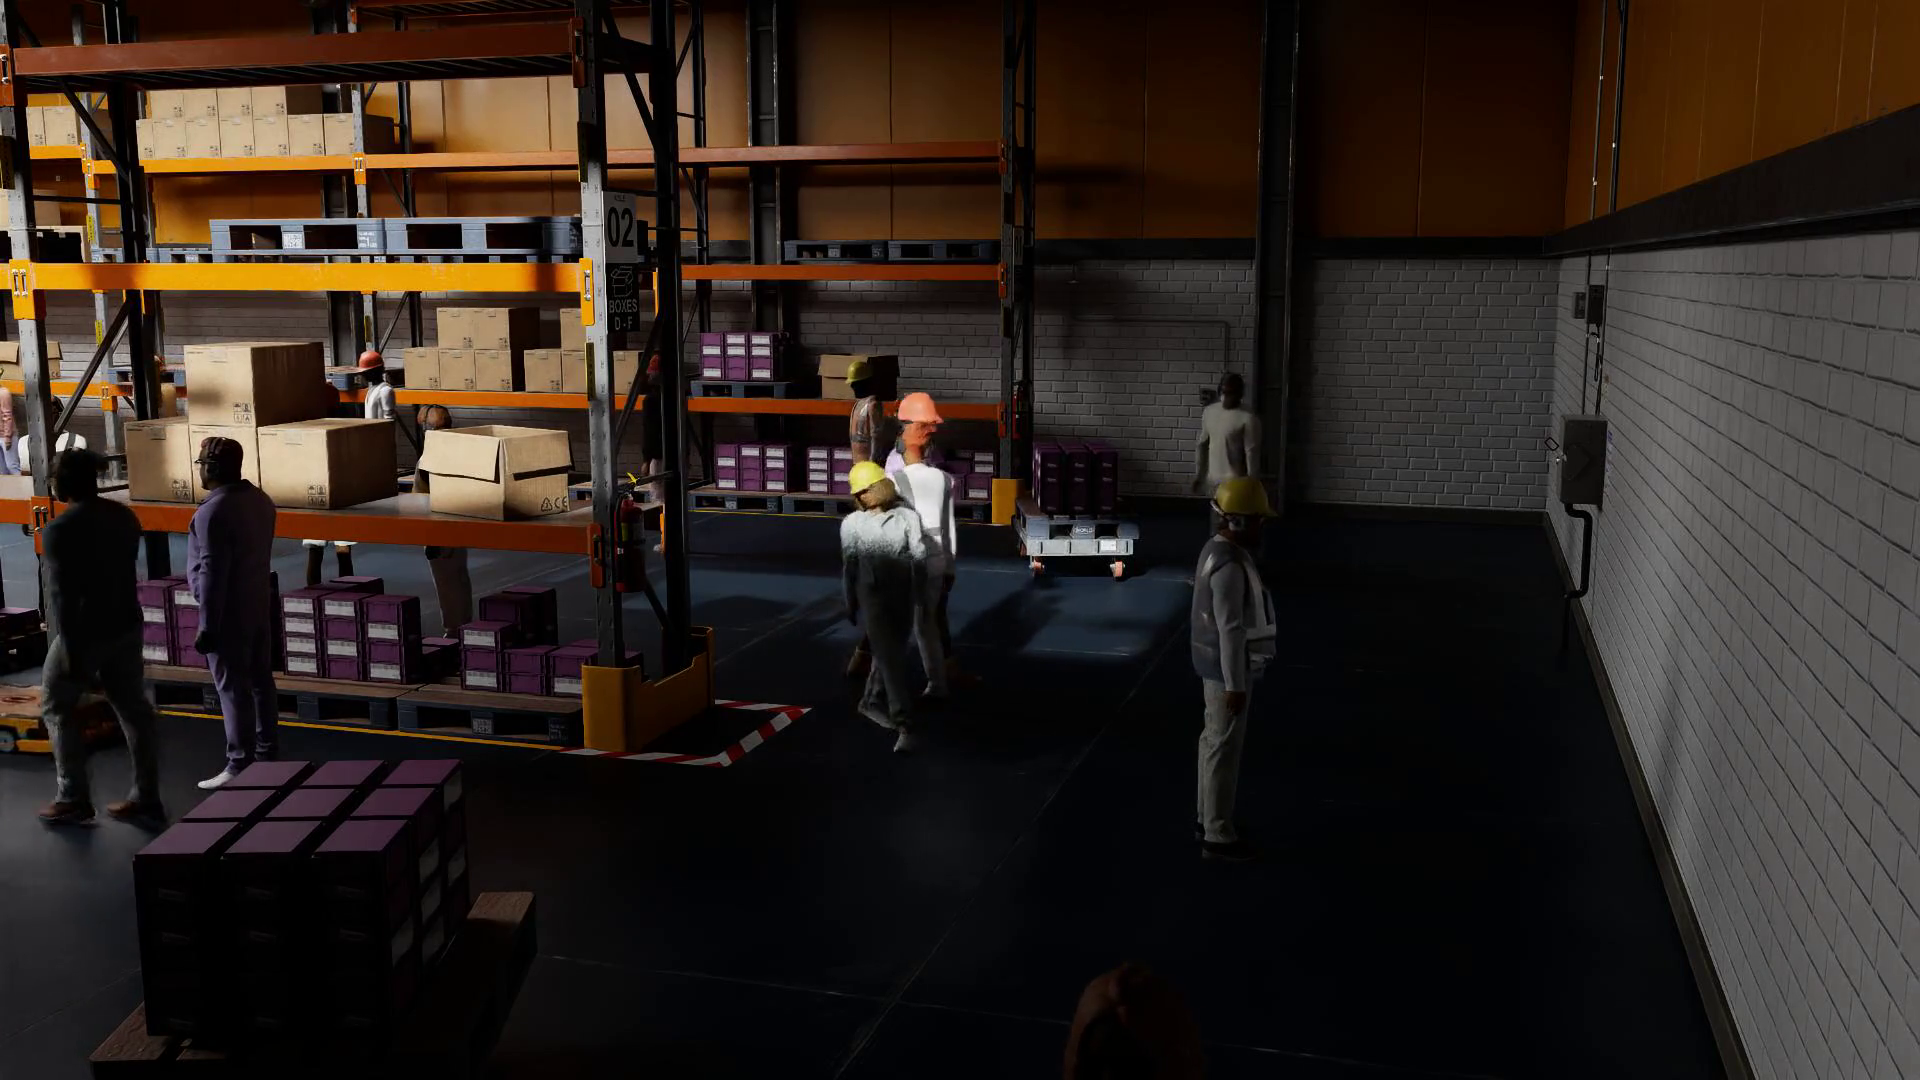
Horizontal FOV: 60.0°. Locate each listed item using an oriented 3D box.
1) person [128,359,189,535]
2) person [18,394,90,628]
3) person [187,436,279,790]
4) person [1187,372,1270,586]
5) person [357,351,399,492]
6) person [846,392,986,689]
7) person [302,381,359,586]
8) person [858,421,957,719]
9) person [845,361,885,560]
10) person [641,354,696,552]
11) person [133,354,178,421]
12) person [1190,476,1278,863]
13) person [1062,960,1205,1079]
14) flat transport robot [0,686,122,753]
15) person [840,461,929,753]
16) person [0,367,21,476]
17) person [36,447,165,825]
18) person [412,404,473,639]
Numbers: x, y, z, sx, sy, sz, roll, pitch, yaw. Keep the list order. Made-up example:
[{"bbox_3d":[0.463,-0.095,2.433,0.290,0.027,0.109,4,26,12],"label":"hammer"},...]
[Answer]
[{"bbox_3d":[-8.416,-0.977,17.360,0.887,1.888,0.603,1,9,9],"label":"person"},{"bbox_3d":[-6.929,-0.196,12.768,0.508,1.846,0.345,-3,10,-16],"label":"person"},{"bbox_3d":[-3.948,0.391,9.001,0.410,1.908,0.643,0,9,3],"label":"person"},{"bbox_3d":[2.447,-0.552,14.787,0.948,1.905,0.642,-6,11,-34],"label":"person"},{"bbox_3d":[-6.164,-1.037,17.643,0.377,1.928,0.542,-7,11,-36],"label":"person"},{"bbox_3d":[-0.339,0.011,11.068,0.961,2.002,0.620,3,10,18],"label":"person"},{"bbox_3d":[-4.905,-0.269,12.940,0.544,1.936,0.359,-6,11,-32],"label":"person"},{"bbox_3d":[-0.307,0.187,10.476,0.681,1.850,0.440,-9,13,-43],"label":"person"},{"bbox_3d":[-0.913,-0.759,15.977,0.377,1.918,0.585,-3,10,-19],"label":"person"},{"bbox_3d":[-2.809,-0.802,16.103,0.649,1.967,0.663,5,10,27],"label":"person"},{"bbox_3d":[-8.704,-1.087,18.123,0.511,1.872,0.328,1,9,5],"label":"person"},{"bbox_3d":[1.303,0.604,7.936,0.403,1.827,0.601,1,9,3],"label":"person"},{"bbox_3d":[0.299,1.523,2.957,0.502,1.627,0.272,5,11,27],"label":"person"},{"bbox_3d":[-5.726,1.048,9.969,1.431,0.197,0.652,3,10,16],"label":"flat transport robot"},{"bbox_3d":[-0.448,0.370,9.836,0.483,1.679,0.811,-3,10,-20],"label":"person"},{"bbox_3d":[-11.003,-1.181,19.054,0.529,1.758,0.364,6,11,33],"label":"person"},{"bbox_3d":[-4.403,0.489,8.392,0.733,1.913,0.645,3,10,16],"label":"person"},{"bbox_3d":[-3.707,-0.053,11.916,0.429,1.839,0.627,0,9,0],"label":"person"}]
